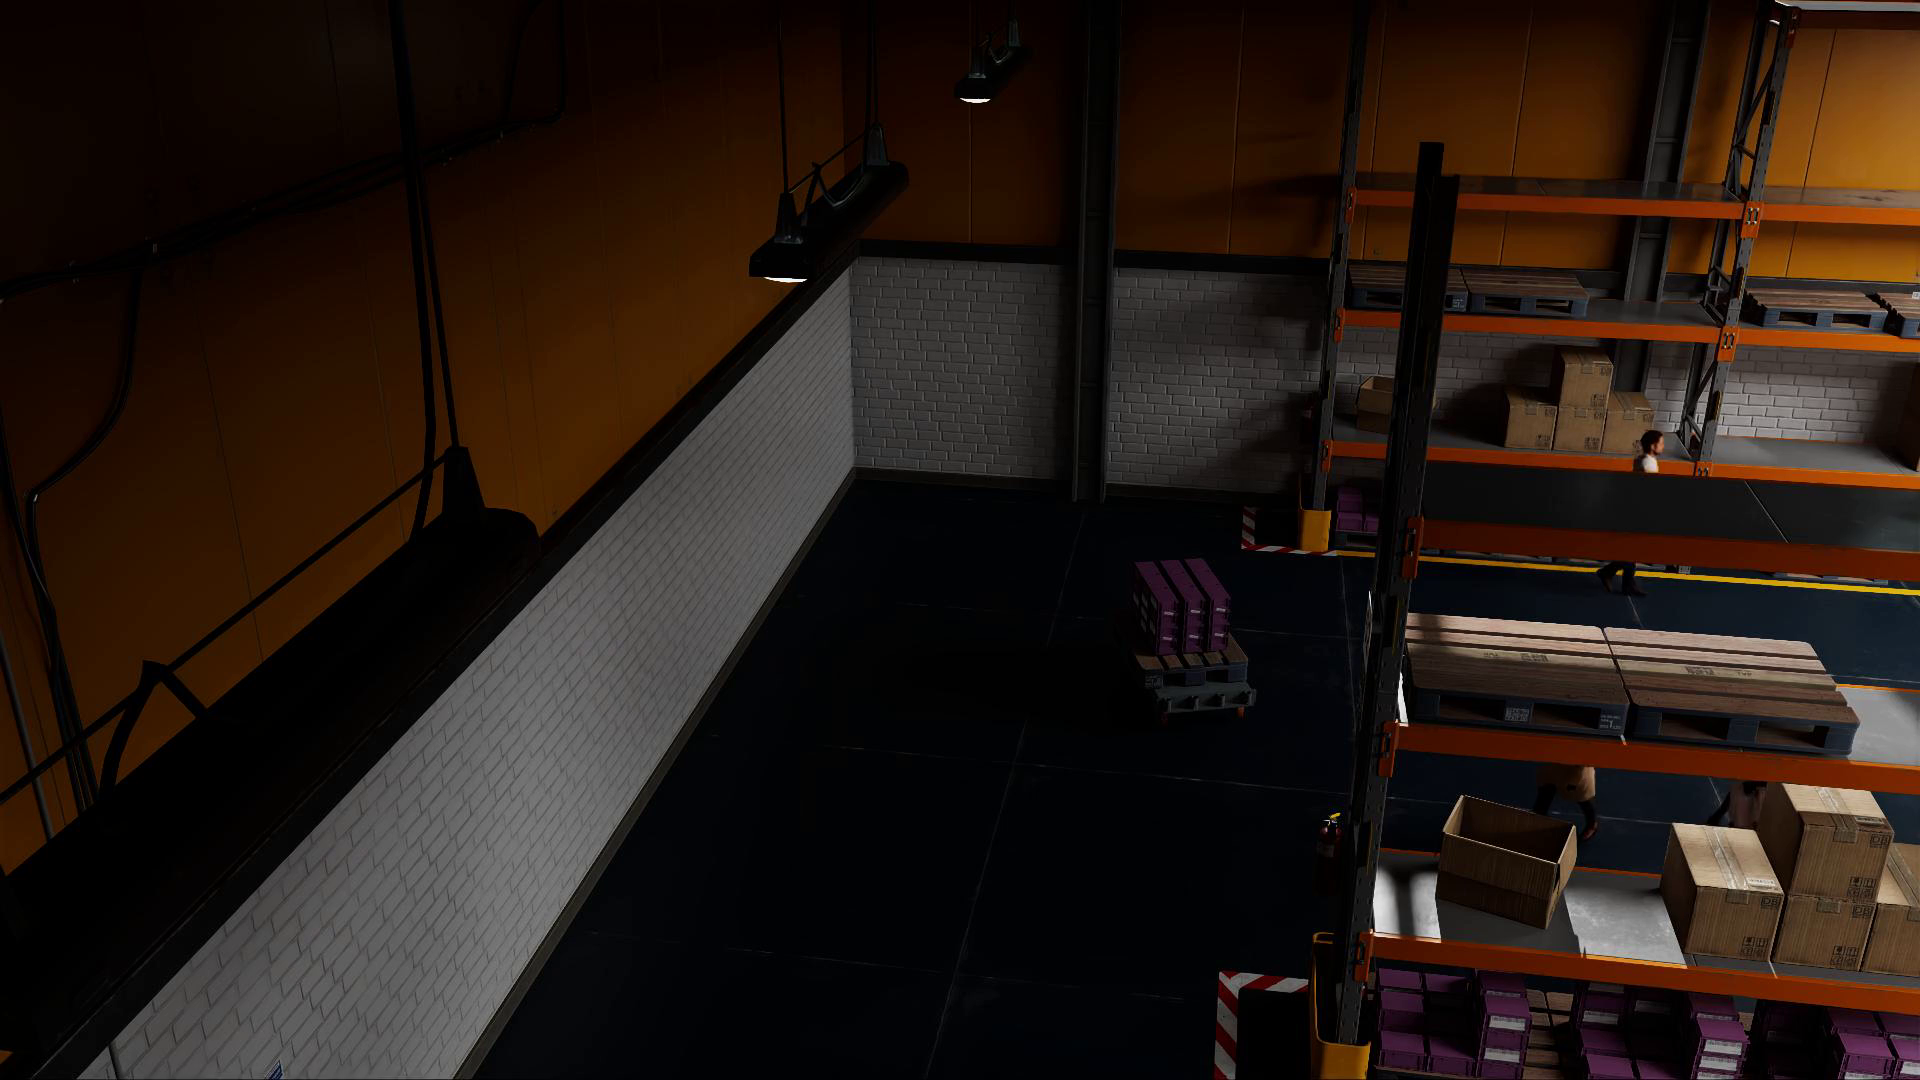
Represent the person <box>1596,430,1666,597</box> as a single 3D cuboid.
[{"bbox_3d":[7.058,-0.259,17.473,0.807,1.862,0.663,4,24,9],"label":"person"}]
